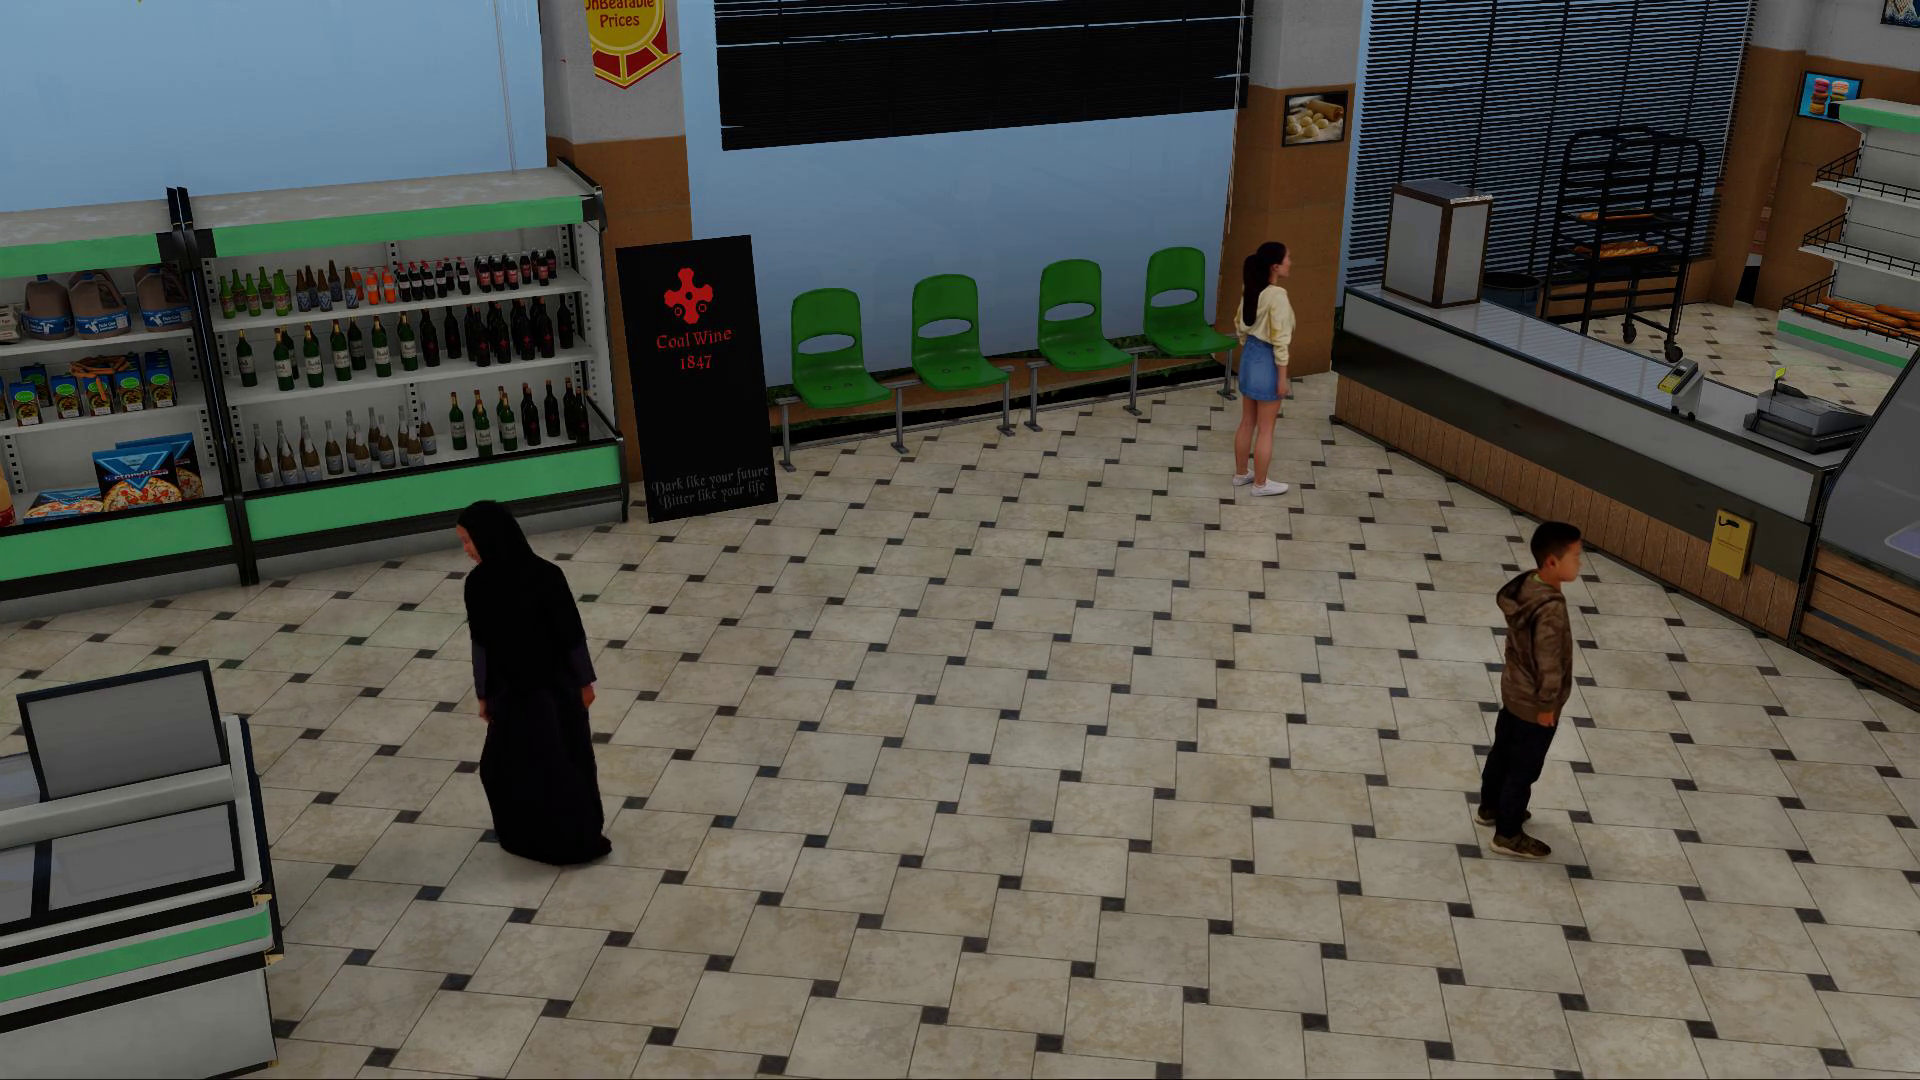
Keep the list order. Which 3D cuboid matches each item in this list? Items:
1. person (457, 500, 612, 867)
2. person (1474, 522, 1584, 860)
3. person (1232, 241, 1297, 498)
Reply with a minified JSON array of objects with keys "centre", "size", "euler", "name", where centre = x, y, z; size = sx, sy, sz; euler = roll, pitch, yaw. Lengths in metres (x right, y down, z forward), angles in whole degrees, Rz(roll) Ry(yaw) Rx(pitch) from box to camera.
[{"centre":[-1.676,0.582,6.815],"size":[0.760,1.587,0.860],"euler":[-2,24,-4],"name":"person"},{"centre":[2.372,0.608,6.922],"size":[0.688,1.454,0.667],"euler":[0,24,0],"name":"person"},{"centre":[1.919,-1.093,10.587],"size":[0.548,1.631,0.635],"euler":[-10,25,-21],"name":"person"}]
